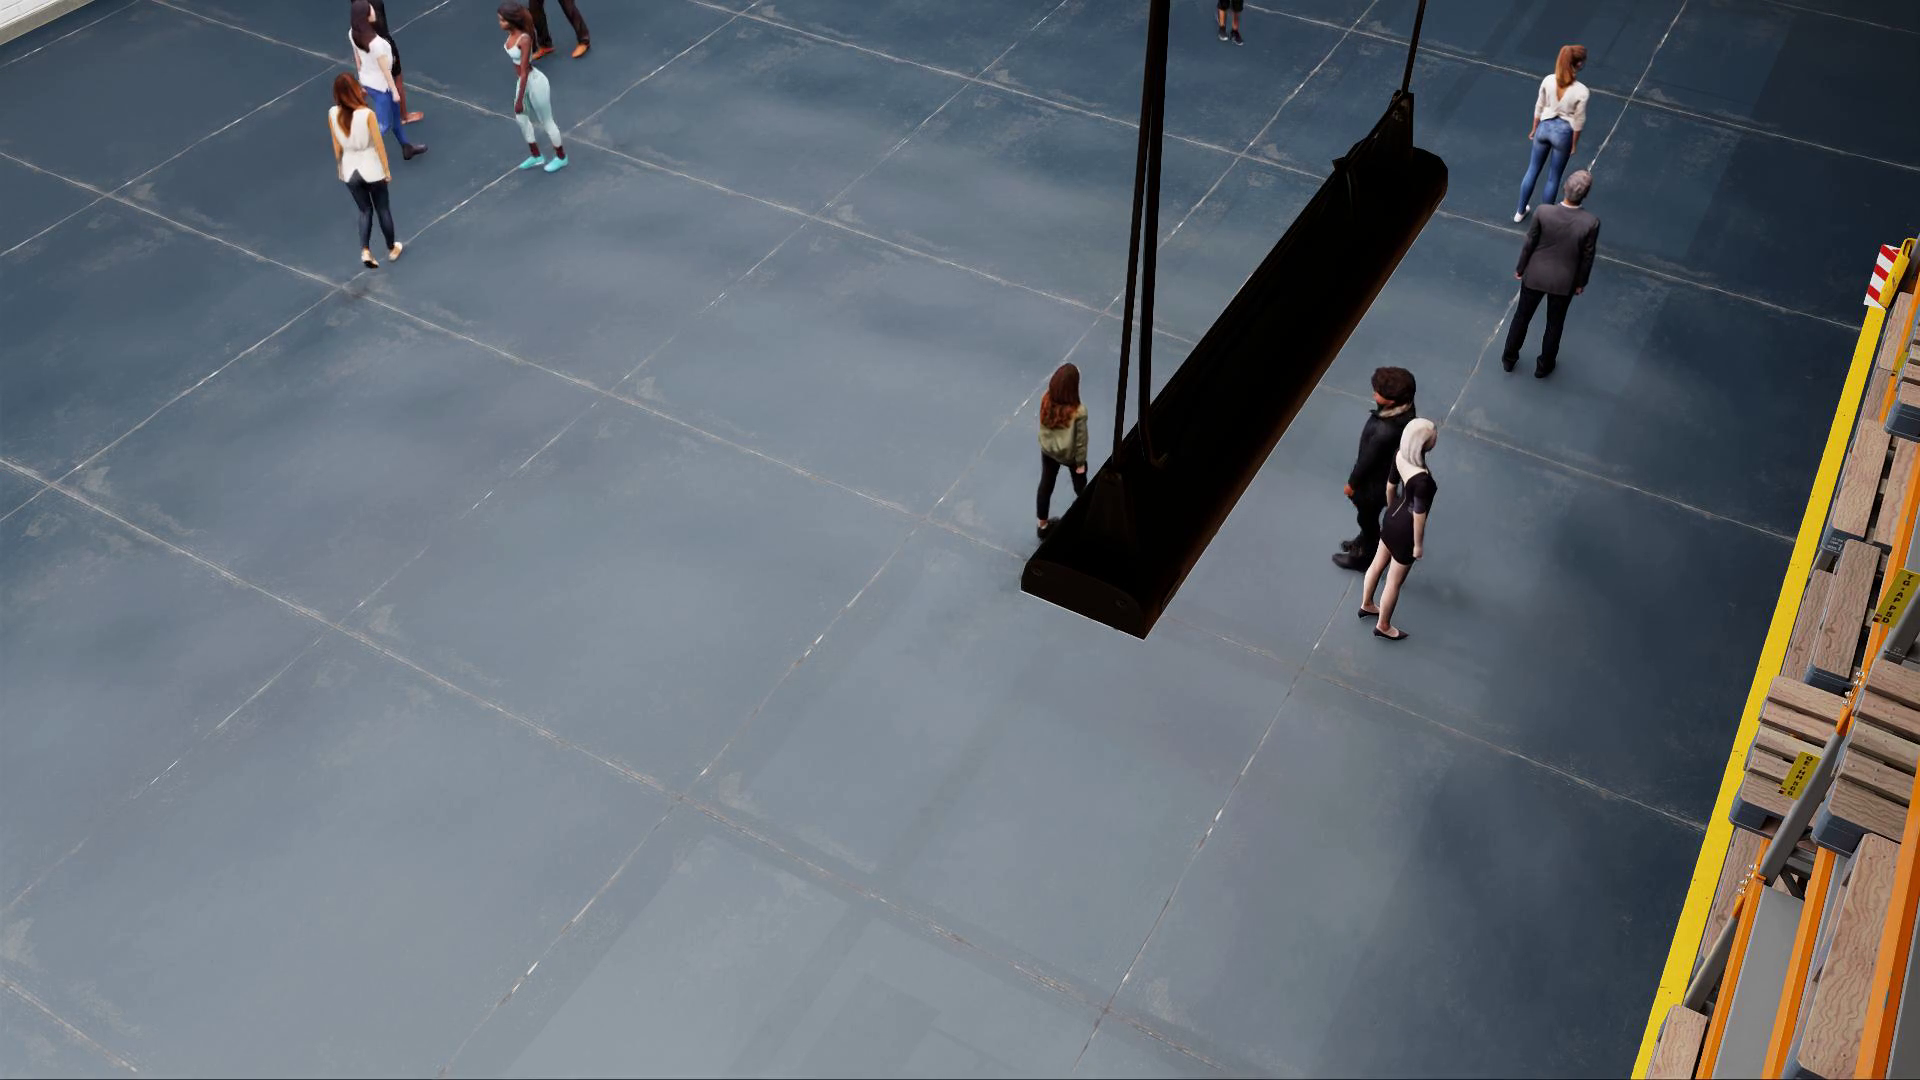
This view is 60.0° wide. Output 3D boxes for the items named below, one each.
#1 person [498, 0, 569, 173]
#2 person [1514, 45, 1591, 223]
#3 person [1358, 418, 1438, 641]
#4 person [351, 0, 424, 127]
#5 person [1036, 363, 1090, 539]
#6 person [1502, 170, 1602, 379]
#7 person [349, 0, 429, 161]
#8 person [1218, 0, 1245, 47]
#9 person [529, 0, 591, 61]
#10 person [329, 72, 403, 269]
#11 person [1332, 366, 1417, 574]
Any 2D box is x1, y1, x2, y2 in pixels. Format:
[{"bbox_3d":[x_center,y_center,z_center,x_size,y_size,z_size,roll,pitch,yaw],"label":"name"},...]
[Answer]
[{"bbox_3d":[-3.882,-4.190,15.385,0.815,1.707,0.745,-22,48,-21],"label":"person"},{"bbox_3d":[5.252,-3.560,14.712,0.653,1.723,0.596,33,53,30],"label":"person"},{"bbox_3d":[2.911,-0.074,10.976,0.703,1.830,0.646,-11,45,-11],"label":"person"},{"bbox_3d":[-5.645,-4.717,15.936,0.991,1.711,0.797,-30,51,-28],"label":"person"},{"bbox_3d":[0.681,-0.597,11.799,0.684,1.452,0.926,29,50,27],"label":"person"},{"bbox_3d":[4.659,-2.092,13.086,0.747,1.841,0.631,16,46,16],"label":"person"},{"bbox_3d":[-5.436,-4.127,15.357,0.774,1.656,1.121,29,51,27],"label":"person"},{"bbox_3d":[2.843,-5.878,17.490,0.672,1.247,0.735,-9,44,-9],"label":"person"},{"bbox_3d":[-4.184,-5.834,17.061,0.799,1.776,0.960,25,49,24],"label":"person"},{"bbox_3d":[-5.106,-3.077,14.176,0.832,1.764,0.960,6,44,6],"label":"person"},{"bbox_3d":[2.942,-0.428,11.398,0.709,1.759,0.543,17,46,17],"label":"person"}]
